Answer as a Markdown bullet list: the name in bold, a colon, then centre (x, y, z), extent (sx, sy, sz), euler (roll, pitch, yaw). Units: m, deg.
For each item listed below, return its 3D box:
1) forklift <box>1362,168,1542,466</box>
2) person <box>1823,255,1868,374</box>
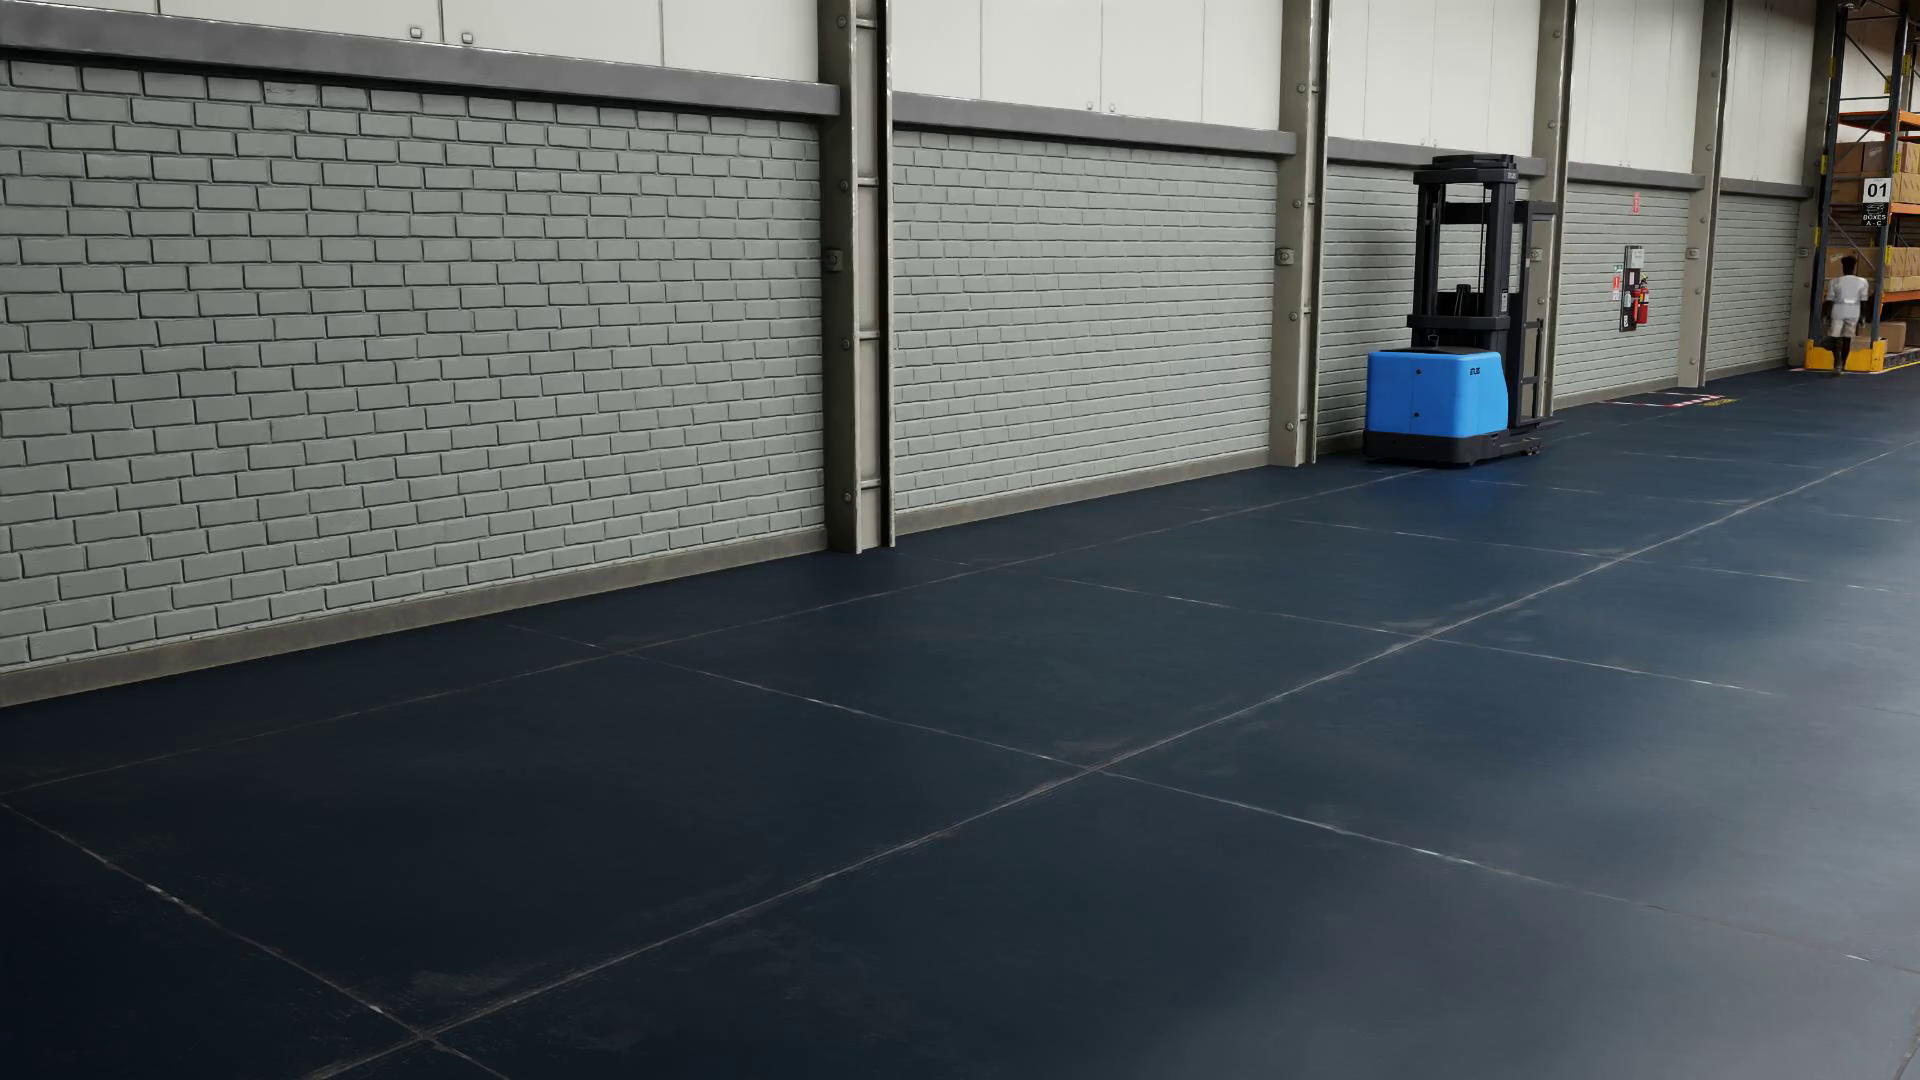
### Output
- **forklift**: centre (4.875, -2.212, 16.287), extent (1.129, 2.768, 1.873), euler (8, 13, 40)
- **person**: centre (14.410, -3.660, 27.070), extent (0.621, 1.945, 0.797), euler (2, 10, 13)
